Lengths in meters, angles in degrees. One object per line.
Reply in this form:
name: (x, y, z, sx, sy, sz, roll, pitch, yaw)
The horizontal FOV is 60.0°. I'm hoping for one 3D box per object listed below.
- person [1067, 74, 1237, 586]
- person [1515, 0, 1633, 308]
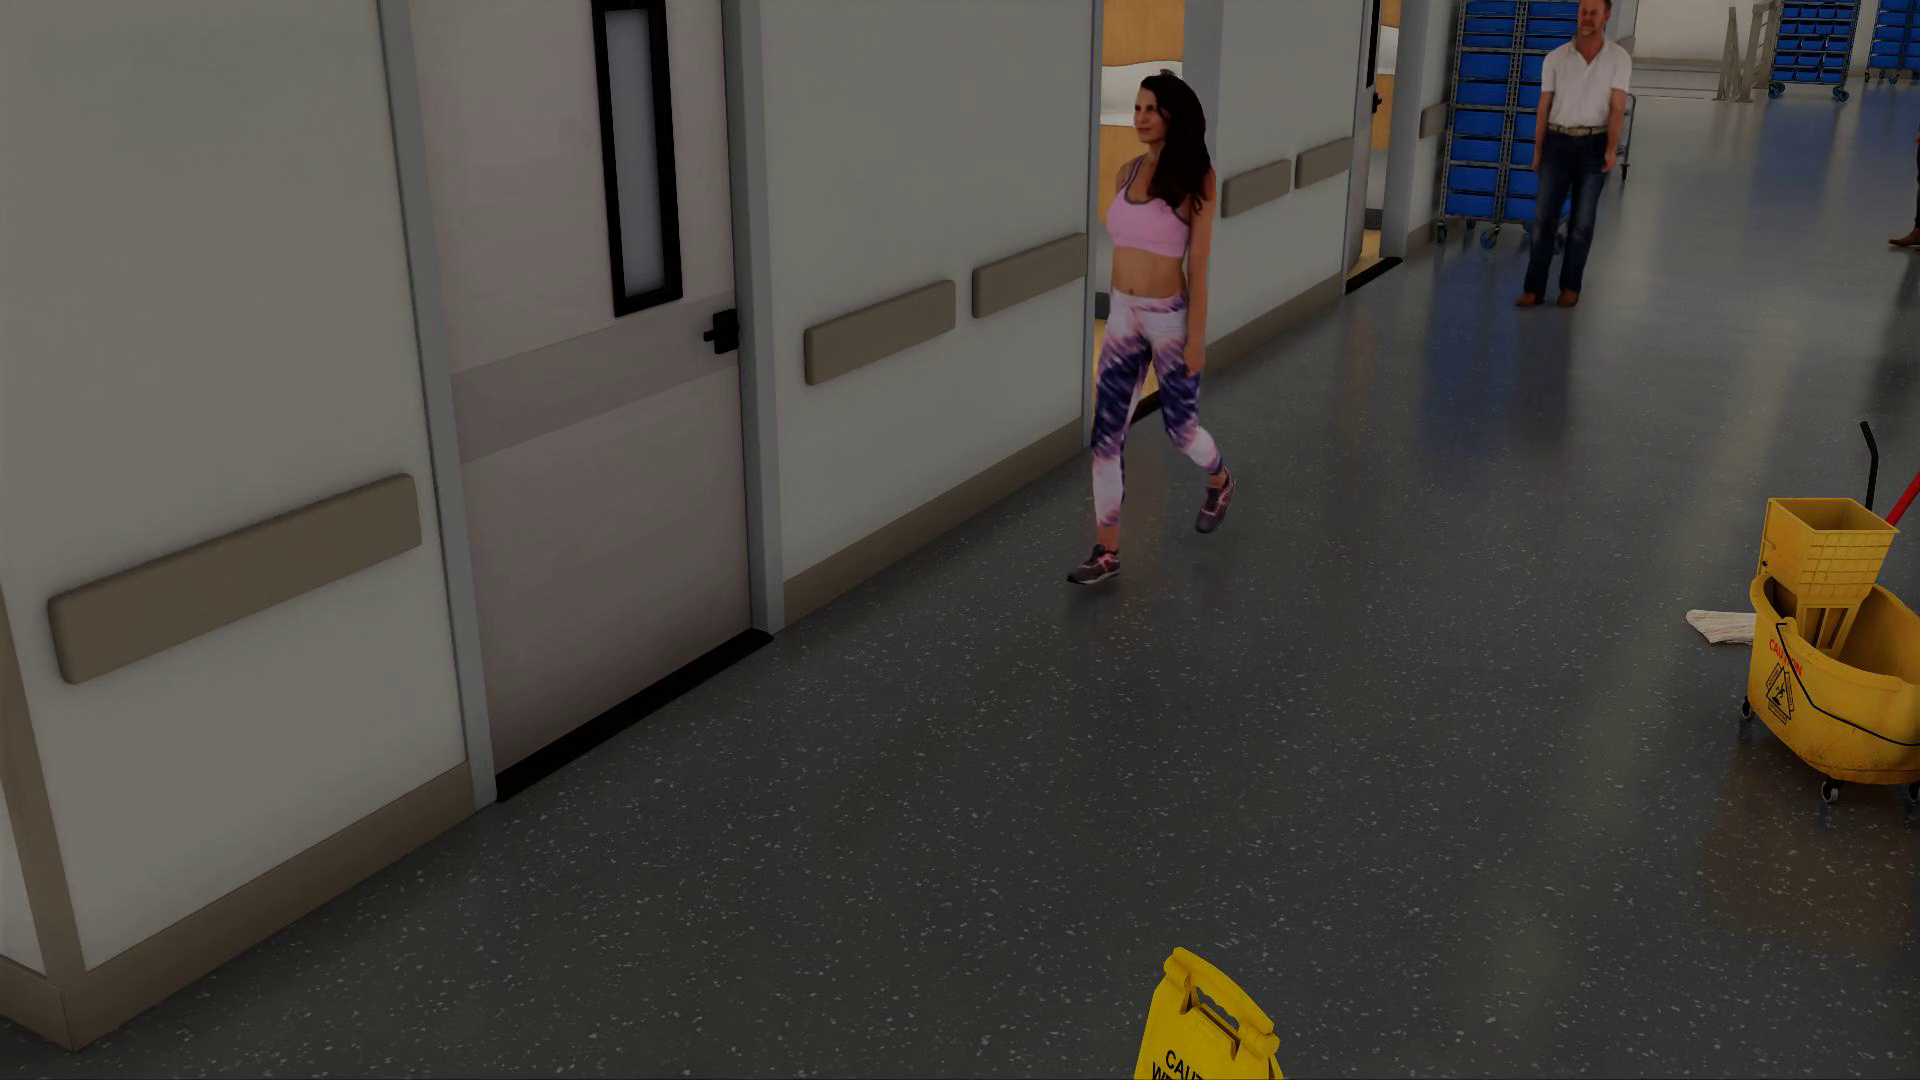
person: (0.738, -0.725, 5.870, 0.721, 1.737, 1.178, 17, 26, 37)
person: (3.719, -2.336, 9.966, 0.680, 1.848, 0.781, 13, 24, 31)
